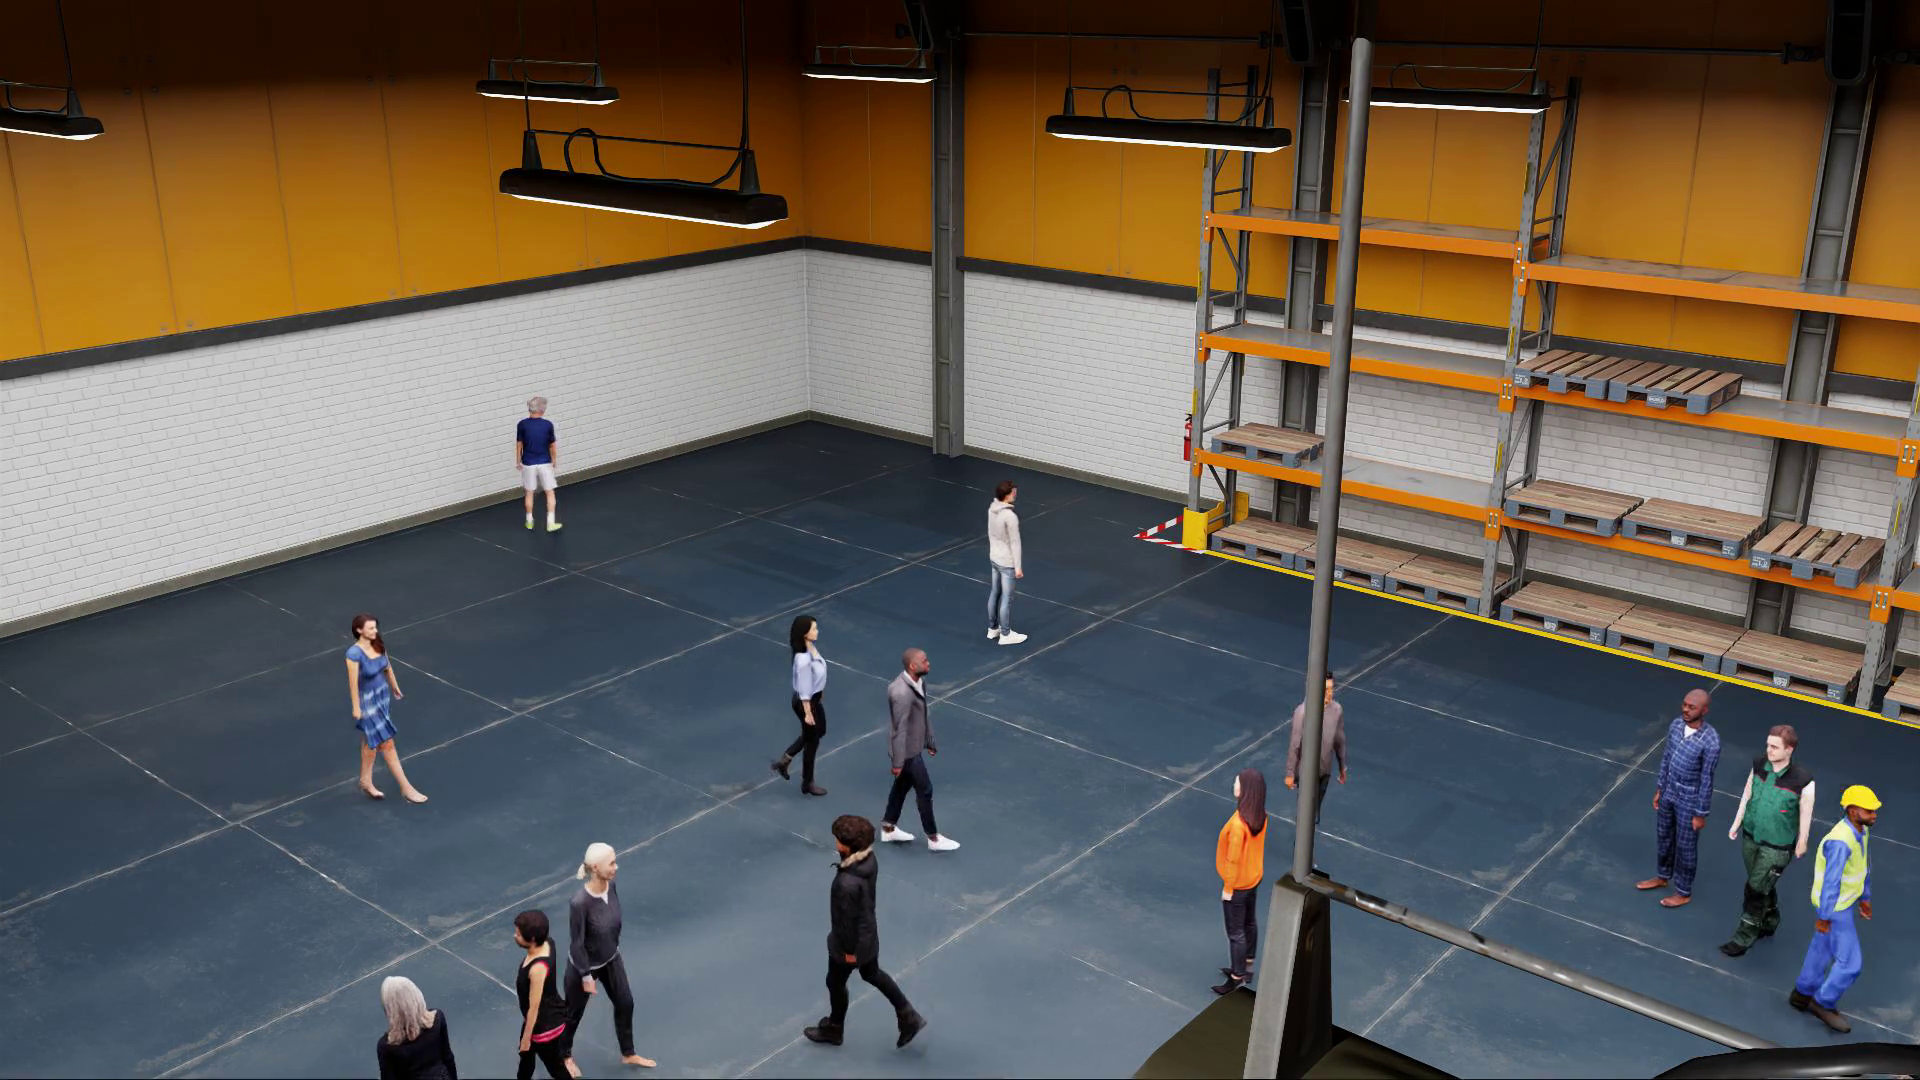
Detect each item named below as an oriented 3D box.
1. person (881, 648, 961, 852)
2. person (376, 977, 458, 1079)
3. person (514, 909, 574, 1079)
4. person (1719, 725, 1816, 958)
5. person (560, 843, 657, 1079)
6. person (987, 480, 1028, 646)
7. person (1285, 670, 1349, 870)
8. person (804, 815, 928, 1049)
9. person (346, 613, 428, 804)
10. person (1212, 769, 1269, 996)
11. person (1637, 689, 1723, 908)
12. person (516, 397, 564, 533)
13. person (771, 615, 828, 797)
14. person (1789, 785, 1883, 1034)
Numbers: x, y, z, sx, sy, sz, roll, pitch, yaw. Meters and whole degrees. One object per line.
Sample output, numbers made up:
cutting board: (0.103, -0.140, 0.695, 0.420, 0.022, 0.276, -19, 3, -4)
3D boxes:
person: (-0.524, 1.752, 13.901, 1.107, 1.792, 1.006, 3, 19, 8)
person: (-3.009, 3.279, 9.466, 0.651, 1.730, 0.703, -15, 24, -38)
person: (-2.570, 3.019, 10.540, 0.909, 1.537, 0.875, -3, 19, -10)
person: (6.132, 2.216, 12.493, 0.937, 1.811, 1.001, -9, 21, -25)
person: (-2.487, 2.774, 11.025, 0.895, 1.692, 0.717, 12, 22, 31)
person: (0.472, 0.224, 18.343, 0.792, 1.853, 0.622, -11, 22, -30)
person: (2.849, 1.853, 13.654, 0.762, 1.759, 0.740, -12, 22, -32)
person: (-0.628, 2.677, 11.215, 1.189, 1.753, 0.916, 5, 19, 16)
person: (-5.253, 1.494, 14.688, 1.076, 1.780, 0.921, 3, 19, 9)
person: (2.033, 2.441, 11.926, 0.601, 1.748, 0.651, 11, 21, 28)
person: (5.713, 2.002, 13.119, 0.815, 1.817, 0.711, -7, 20, -19)
person: (-5.568, -0.996, 22.045, 0.922, 1.803, 0.982, -7, 20, -19)
person: (-1.445, 1.477, 14.809, 0.924, 1.734, 0.862, 0, 19, -1)
person: (6.061, 2.507, 11.644, 0.652, 1.802, 0.656, 14, 23, 36)
